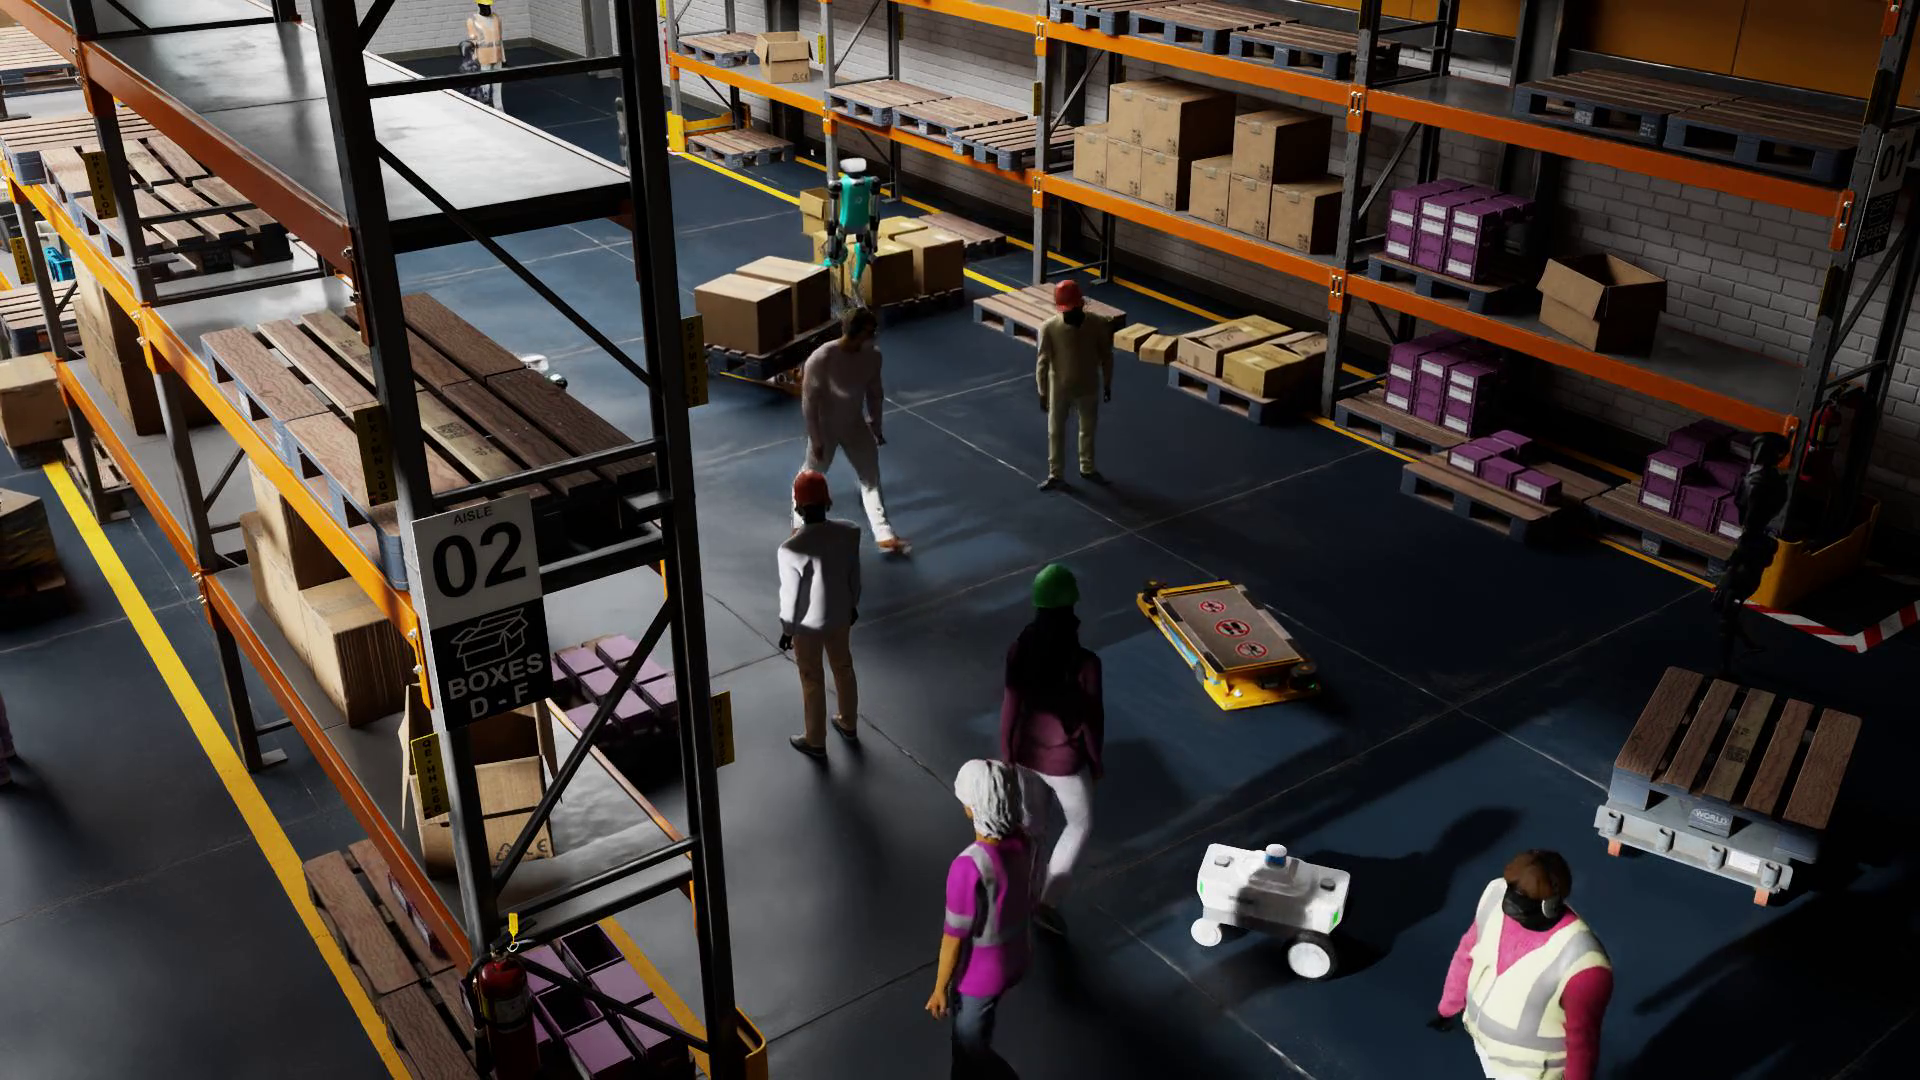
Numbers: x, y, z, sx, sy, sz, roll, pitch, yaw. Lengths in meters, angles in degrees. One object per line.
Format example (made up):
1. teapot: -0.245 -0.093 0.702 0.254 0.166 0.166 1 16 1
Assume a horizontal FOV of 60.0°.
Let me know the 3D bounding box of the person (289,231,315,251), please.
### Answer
1. person: -6.054 -2.480 15.411 0.285 1.628 0.499 0 27 1

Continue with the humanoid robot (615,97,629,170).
1. humanoid robot: -3.554 -4.283 18.932 0.534 1.778 1.028 -9 28 -18

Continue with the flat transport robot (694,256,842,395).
1. flat transport robot: -1.817 -1.630 15.230 1.431 0.231 0.659 15 31 28

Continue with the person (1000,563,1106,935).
1. person: 0.430 1.043 8.072 0.520 1.921 0.569 14 30 25

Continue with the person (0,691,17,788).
1. person: -5.593 0.510 9.152 0.413 1.908 0.641 -9 28 -17

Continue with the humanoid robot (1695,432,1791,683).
1. humanoid robot: 4.830 0.122 10.183 0.384 1.648 0.587 16 31 28

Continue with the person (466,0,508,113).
1. person: -6.742 -6.904 23.876 0.381 1.924 0.592 18 32 32

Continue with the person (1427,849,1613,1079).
1. person: 2.032 1.957 6.384 0.878 1.804 0.650 -9 28 -17

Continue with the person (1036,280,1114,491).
1. person: 0.884 -1.172 12.703 0.626 1.718 0.350 -5 27 -11

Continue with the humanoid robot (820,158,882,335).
1. humanoid robot: -1.085 -2.833 15.999 0.542 1.761 0.931 -13 29 -24

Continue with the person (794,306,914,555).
1. person: -0.840 -0.766 11.748 0.688 1.866 0.890 -19 33 -33

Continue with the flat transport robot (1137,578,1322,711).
1. flat transport robot: 1.712 0.627 10.740 0.659 0.231 1.431 -8 28 -15

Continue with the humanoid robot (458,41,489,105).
1. humanoid robot: -6.391 -5.676 21.720 0.581 1.639 0.612 -17 32 -31

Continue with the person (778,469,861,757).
1. person: -0.812 0.414 9.512 0.571 1.747 0.334 -23 34 -37

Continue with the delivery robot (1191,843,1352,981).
1. delivery robot: 1.541 1.767 8.158 0.802 0.598 0.499 9 28 18

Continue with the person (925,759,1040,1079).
1. person: 0.162 1.752 6.791 0.725 1.813 0.556 19 33 33

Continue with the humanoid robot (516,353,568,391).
1. humanoid robot: -3.009 -0.407 11.287 0.761 1.881 0.544 17 31 30
